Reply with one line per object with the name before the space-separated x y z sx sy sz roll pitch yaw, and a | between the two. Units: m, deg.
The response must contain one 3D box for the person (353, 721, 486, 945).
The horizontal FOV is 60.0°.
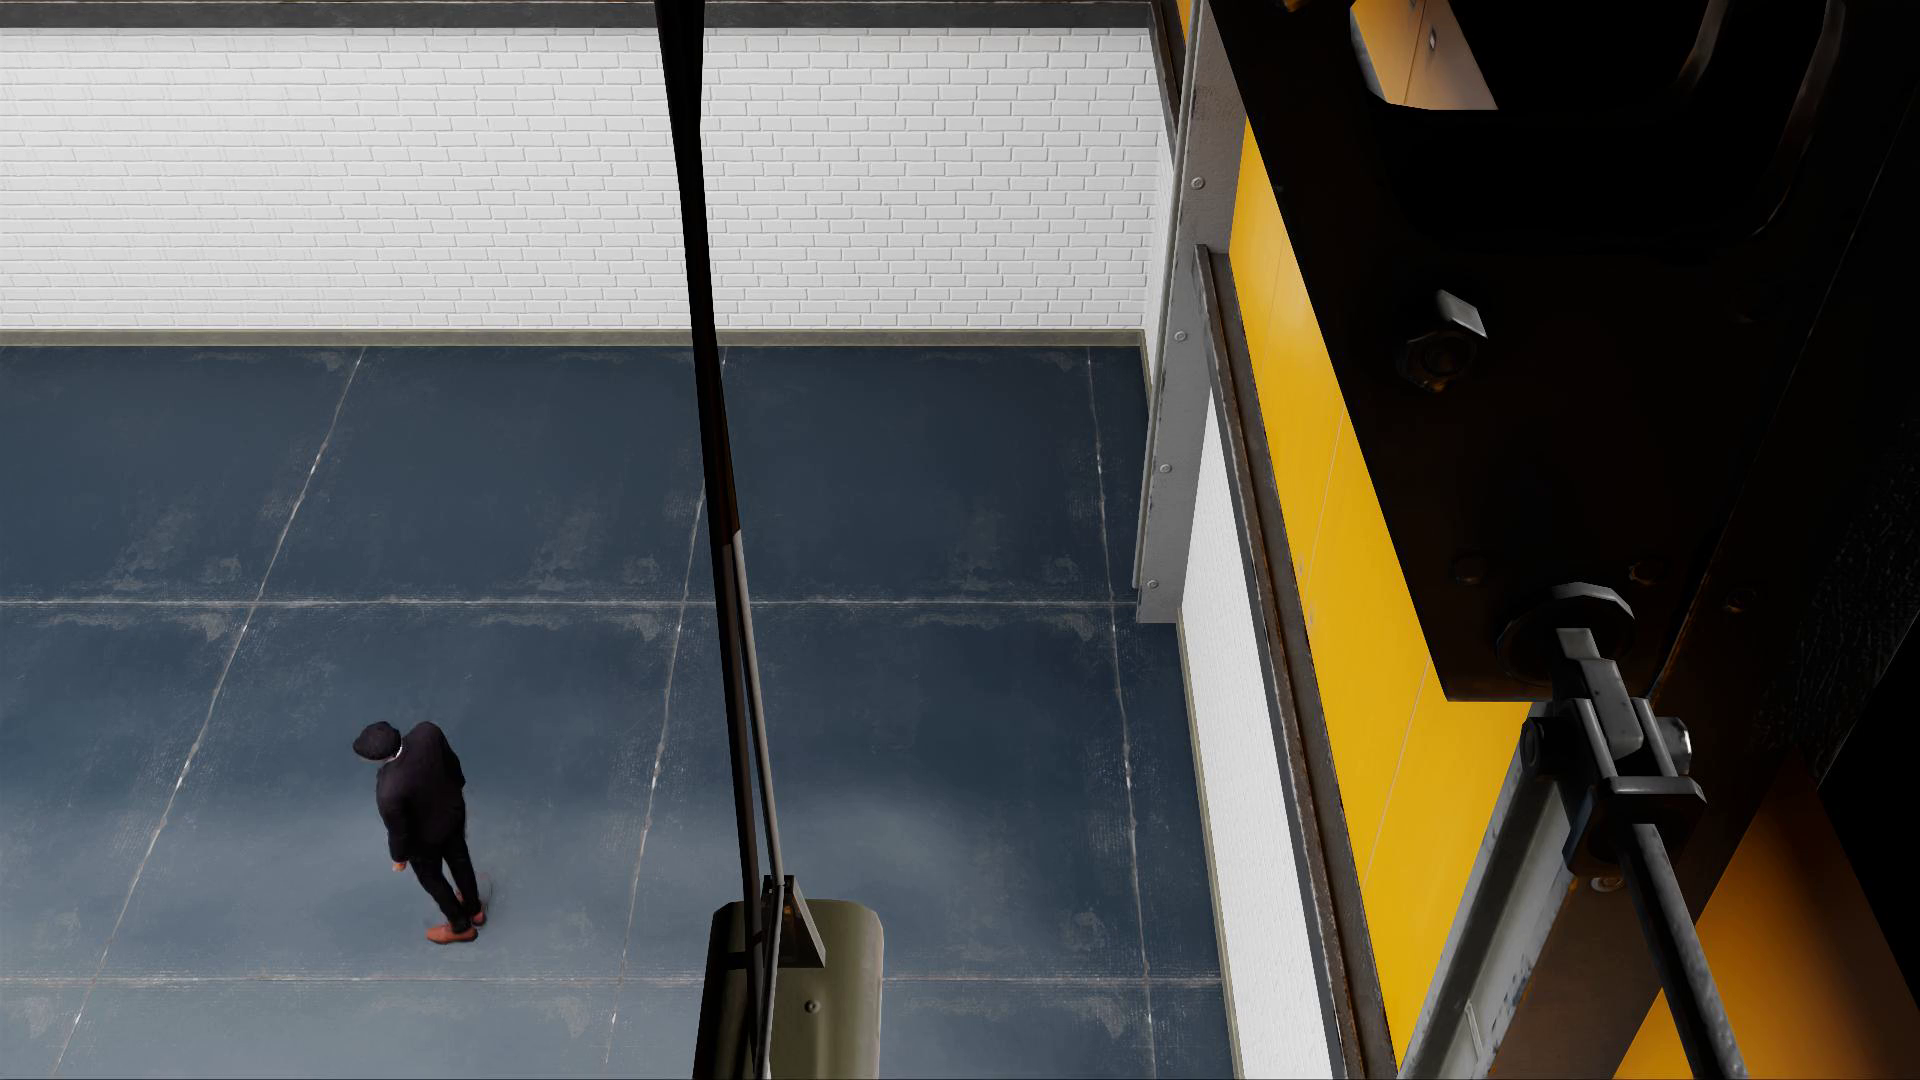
person | -2.898 1.534 9.163 0.885 1.848 0.716 31 52 28
